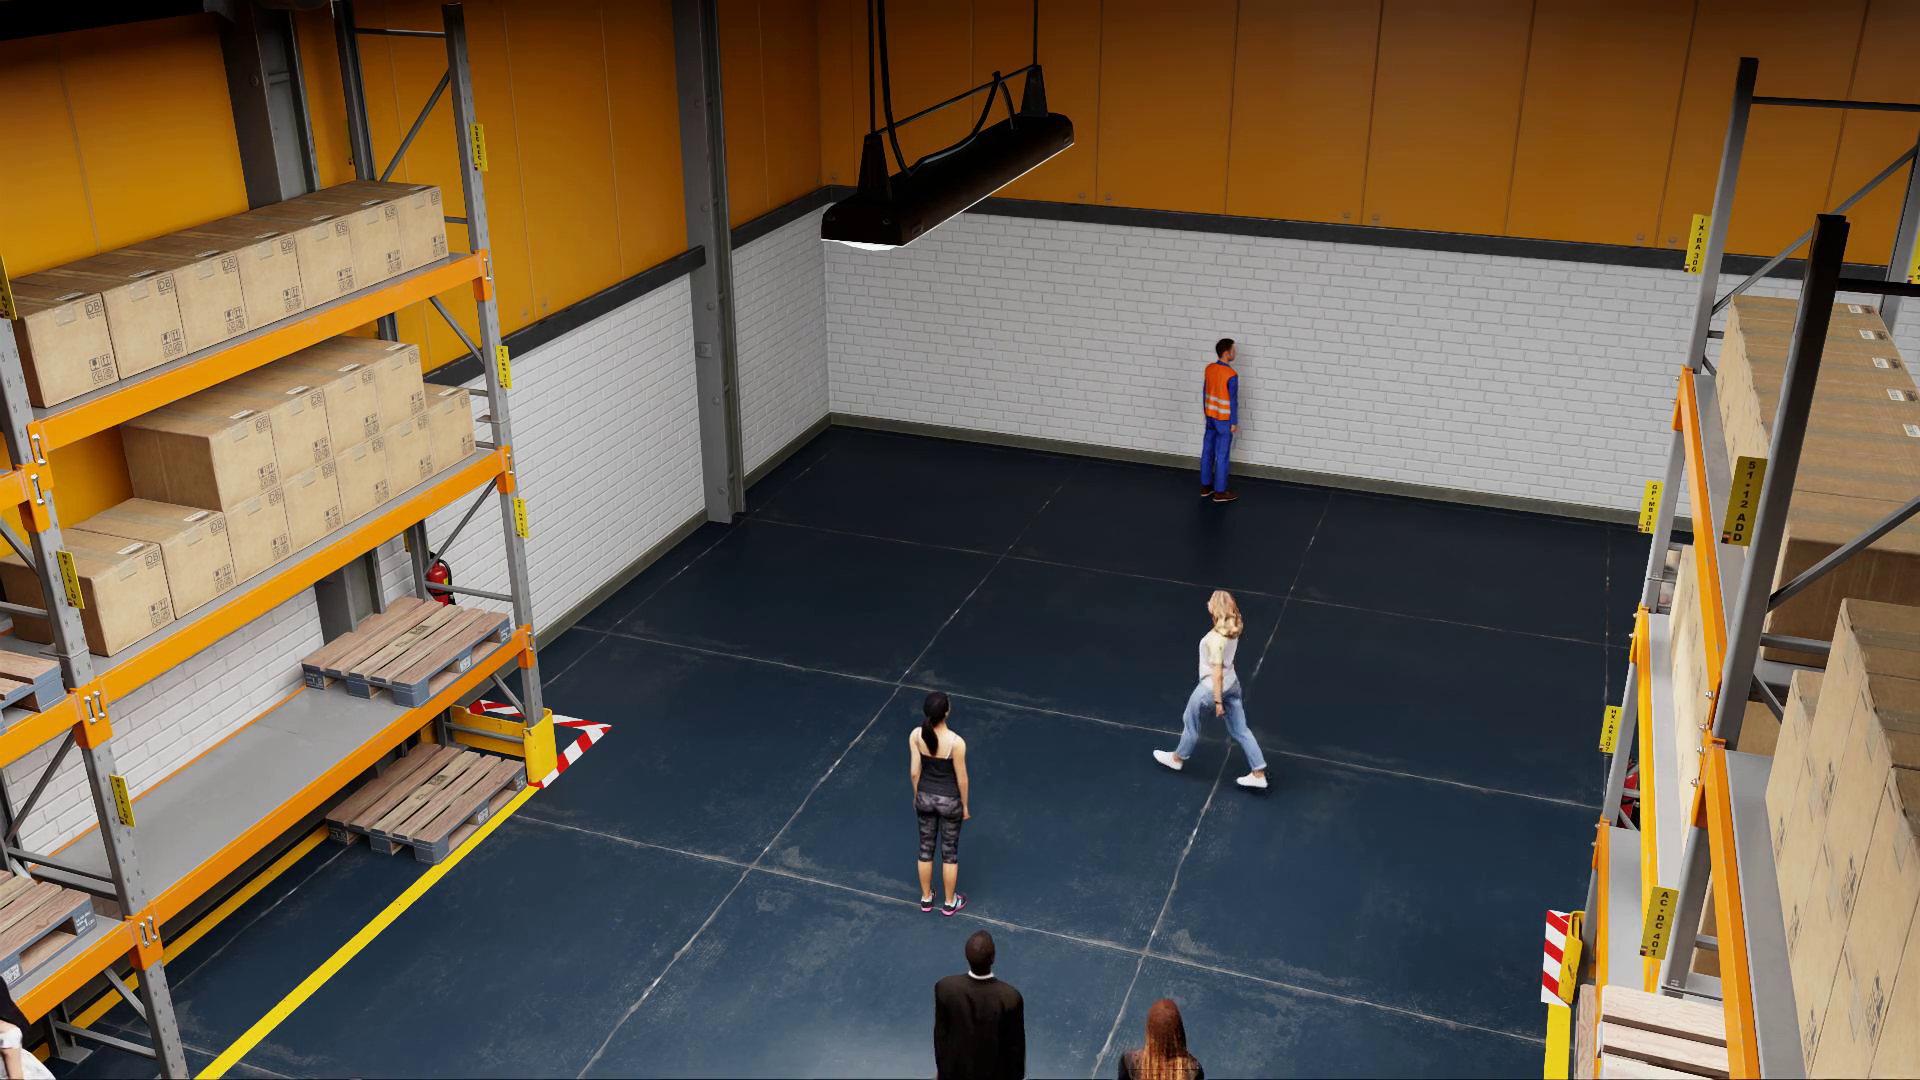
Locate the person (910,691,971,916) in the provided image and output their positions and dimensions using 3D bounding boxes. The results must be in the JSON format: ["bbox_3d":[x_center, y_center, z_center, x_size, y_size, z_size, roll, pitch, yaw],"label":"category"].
[{"bbox_3d":[-0.150,1.830,11.574,0.558,1.730,0.526,8,25,18],"label":"person"}]

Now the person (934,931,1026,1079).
[{"bbox_3d":[0.093,2.928,8.990,0.739,1.788,0.899,4,24,9],"label":"person"}]

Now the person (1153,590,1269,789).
[{"bbox_3d":[2.127,1.214,13.056,0.890,1.671,1.201,14,27,29],"label":"person"}]

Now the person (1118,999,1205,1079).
[{"bbox_3d":[0.992,3.174,8.564,0.792,1.678,1.204,2,24,6],"label":"person"}]

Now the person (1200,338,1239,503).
[{"bbox_3d":[2.922,-1.363,18.714,0.818,1.862,0.785,-14,27,-29],"label":"person"}]
